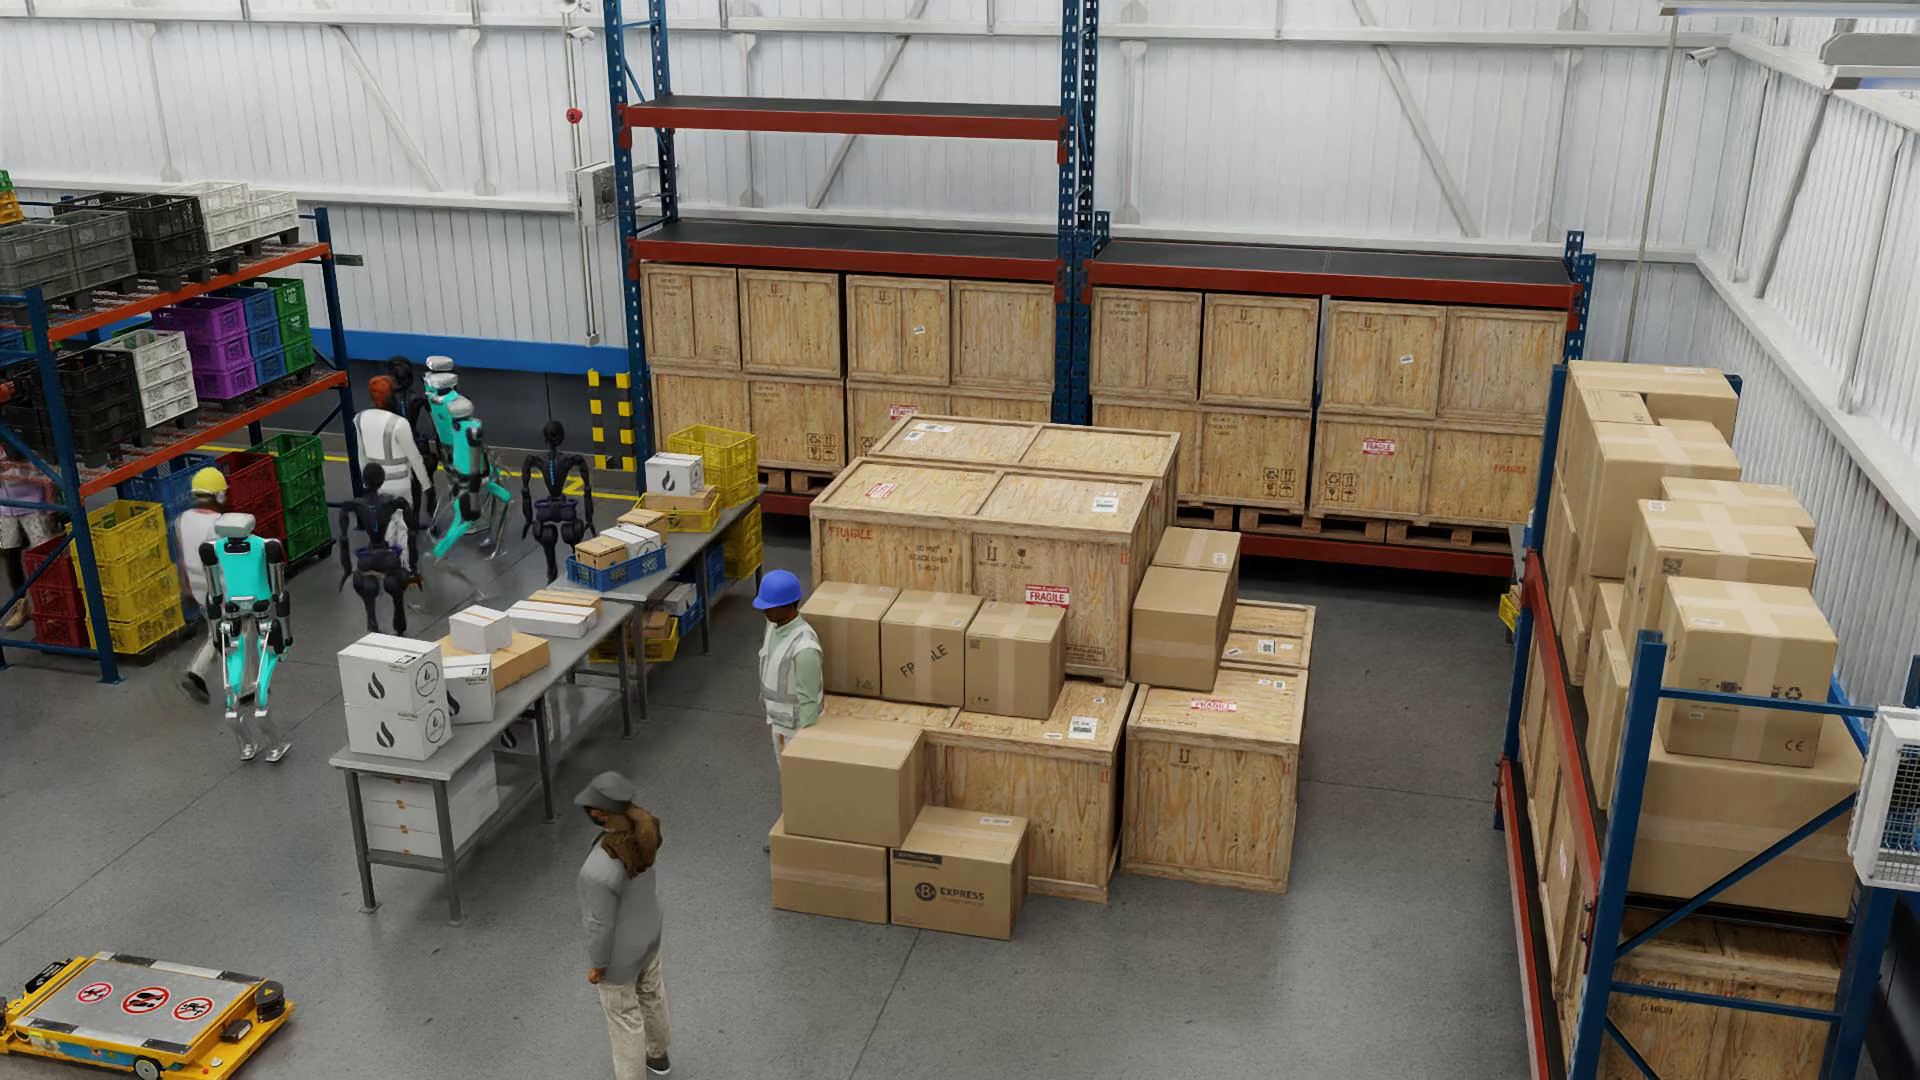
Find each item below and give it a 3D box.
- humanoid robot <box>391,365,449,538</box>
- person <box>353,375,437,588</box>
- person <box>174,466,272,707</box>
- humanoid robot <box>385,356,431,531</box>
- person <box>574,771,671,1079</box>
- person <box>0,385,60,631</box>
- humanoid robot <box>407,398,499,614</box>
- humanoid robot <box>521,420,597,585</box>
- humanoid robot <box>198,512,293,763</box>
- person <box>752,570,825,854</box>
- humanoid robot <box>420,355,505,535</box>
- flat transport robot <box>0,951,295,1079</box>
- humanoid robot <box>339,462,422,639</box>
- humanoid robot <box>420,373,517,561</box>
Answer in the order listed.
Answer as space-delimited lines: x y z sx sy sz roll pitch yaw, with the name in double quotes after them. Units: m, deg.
-4.978 -0.788 15.132 0.608 1.654 0.340 -3 21 -7 "humanoid robot"
-4.769 -0.477 14.039 0.599 1.876 0.410 12 24 28 "person"
-5.336 0.379 11.904 0.599 1.805 0.546 12 24 28 "person"
-5.230 -0.900 15.449 0.398 1.639 0.611 -17 26 -37 "humanoid robot"
-1.594 1.905 7.958 0.399 1.768 0.572 6 22 16 "person"
-7.530 -0.265 13.261 0.632 2.038 0.393 -4 21 -10 "person"
-4.286 -0.218 13.636 0.942 1.789 0.563 -18 27 -38 "humanoid robot"
-3.270 -0.172 13.523 0.609 1.654 0.326 -2 21 -5 "humanoid robot"
-4.736 0.707 11.015 0.533 1.709 0.701 -2 21 -6 "humanoid robot"
-1.008 1.071 9.912 0.410 1.939 0.603 -10 23 -23 "person"
-4.450 -0.898 15.151 0.735 1.677 0.533 -17 27 -37 "humanoid robot"
-4.270 2.464 8.601 1.431 0.231 0.659 5 22 13 "flat transport robot"
-4.400 0.229 12.547 0.608 1.638 0.733 -4 21 -10 "humanoid robot"
-4.266 -0.700 14.801 0.561 1.742 0.848 12 24 29 "humanoid robot"
